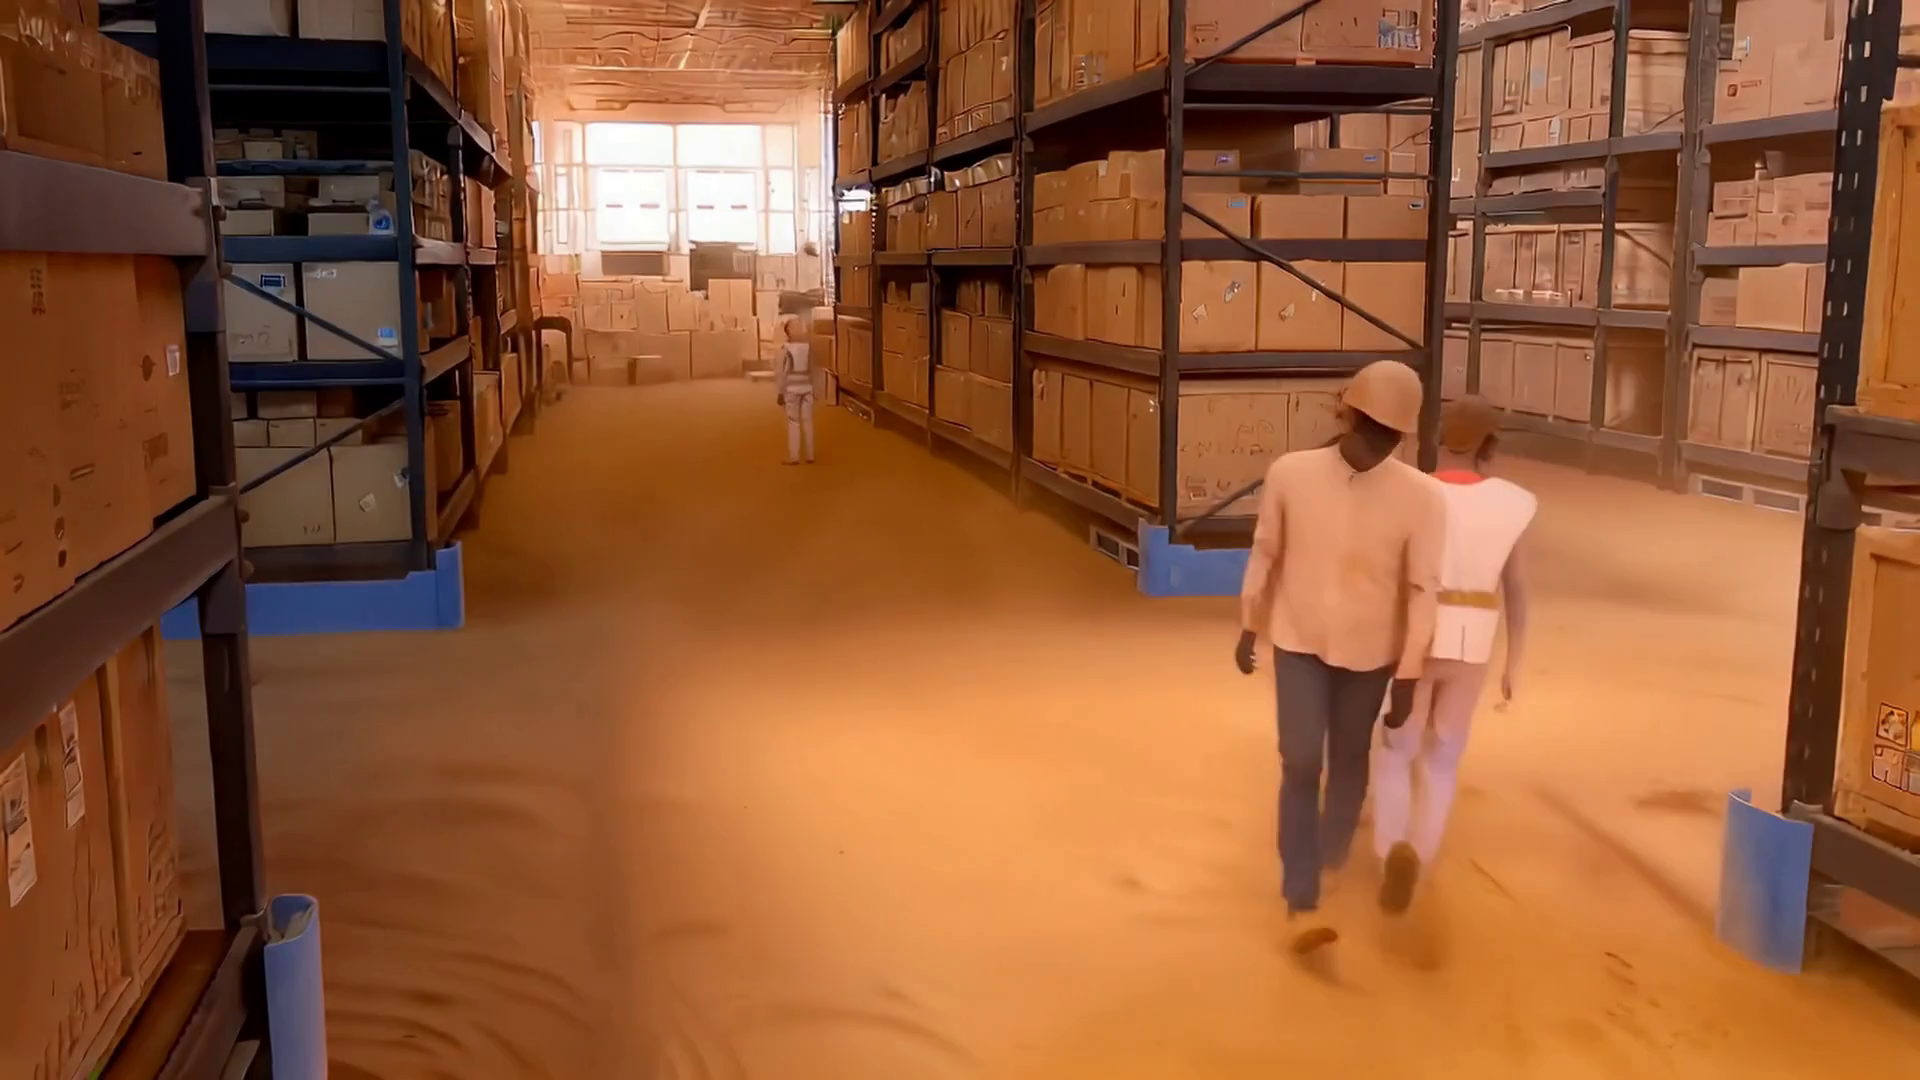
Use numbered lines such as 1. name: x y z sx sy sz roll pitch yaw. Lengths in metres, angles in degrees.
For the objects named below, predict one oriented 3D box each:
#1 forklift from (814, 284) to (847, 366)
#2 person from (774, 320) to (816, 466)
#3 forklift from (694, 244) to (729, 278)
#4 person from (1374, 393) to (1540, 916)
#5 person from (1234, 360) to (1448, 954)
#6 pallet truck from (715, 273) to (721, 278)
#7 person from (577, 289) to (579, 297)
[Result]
1. forklift: -2.157 -5.018 35.408 1.129 2.768 1.873 -9 13 -44
2. person: -1.831 -1.637 18.601 0.328 1.630 0.530 9 13 44
3. forklift: -6.670 -6.553 44.766 1.129 2.768 1.873 -4 10 -21
4. person: 1.636 0.405 5.678 0.615 1.804 0.725 2 10 12
5. person: 1.222 0.372 5.462 0.679 1.921 0.980 3 10 15
6. pallet truck: -8.580 -8.986 62.280 1.885 1.965 0.823 1 9 5
7. person: -12.762 -7.905 55.998 0.966 1.905 0.643 -2 9 -9
